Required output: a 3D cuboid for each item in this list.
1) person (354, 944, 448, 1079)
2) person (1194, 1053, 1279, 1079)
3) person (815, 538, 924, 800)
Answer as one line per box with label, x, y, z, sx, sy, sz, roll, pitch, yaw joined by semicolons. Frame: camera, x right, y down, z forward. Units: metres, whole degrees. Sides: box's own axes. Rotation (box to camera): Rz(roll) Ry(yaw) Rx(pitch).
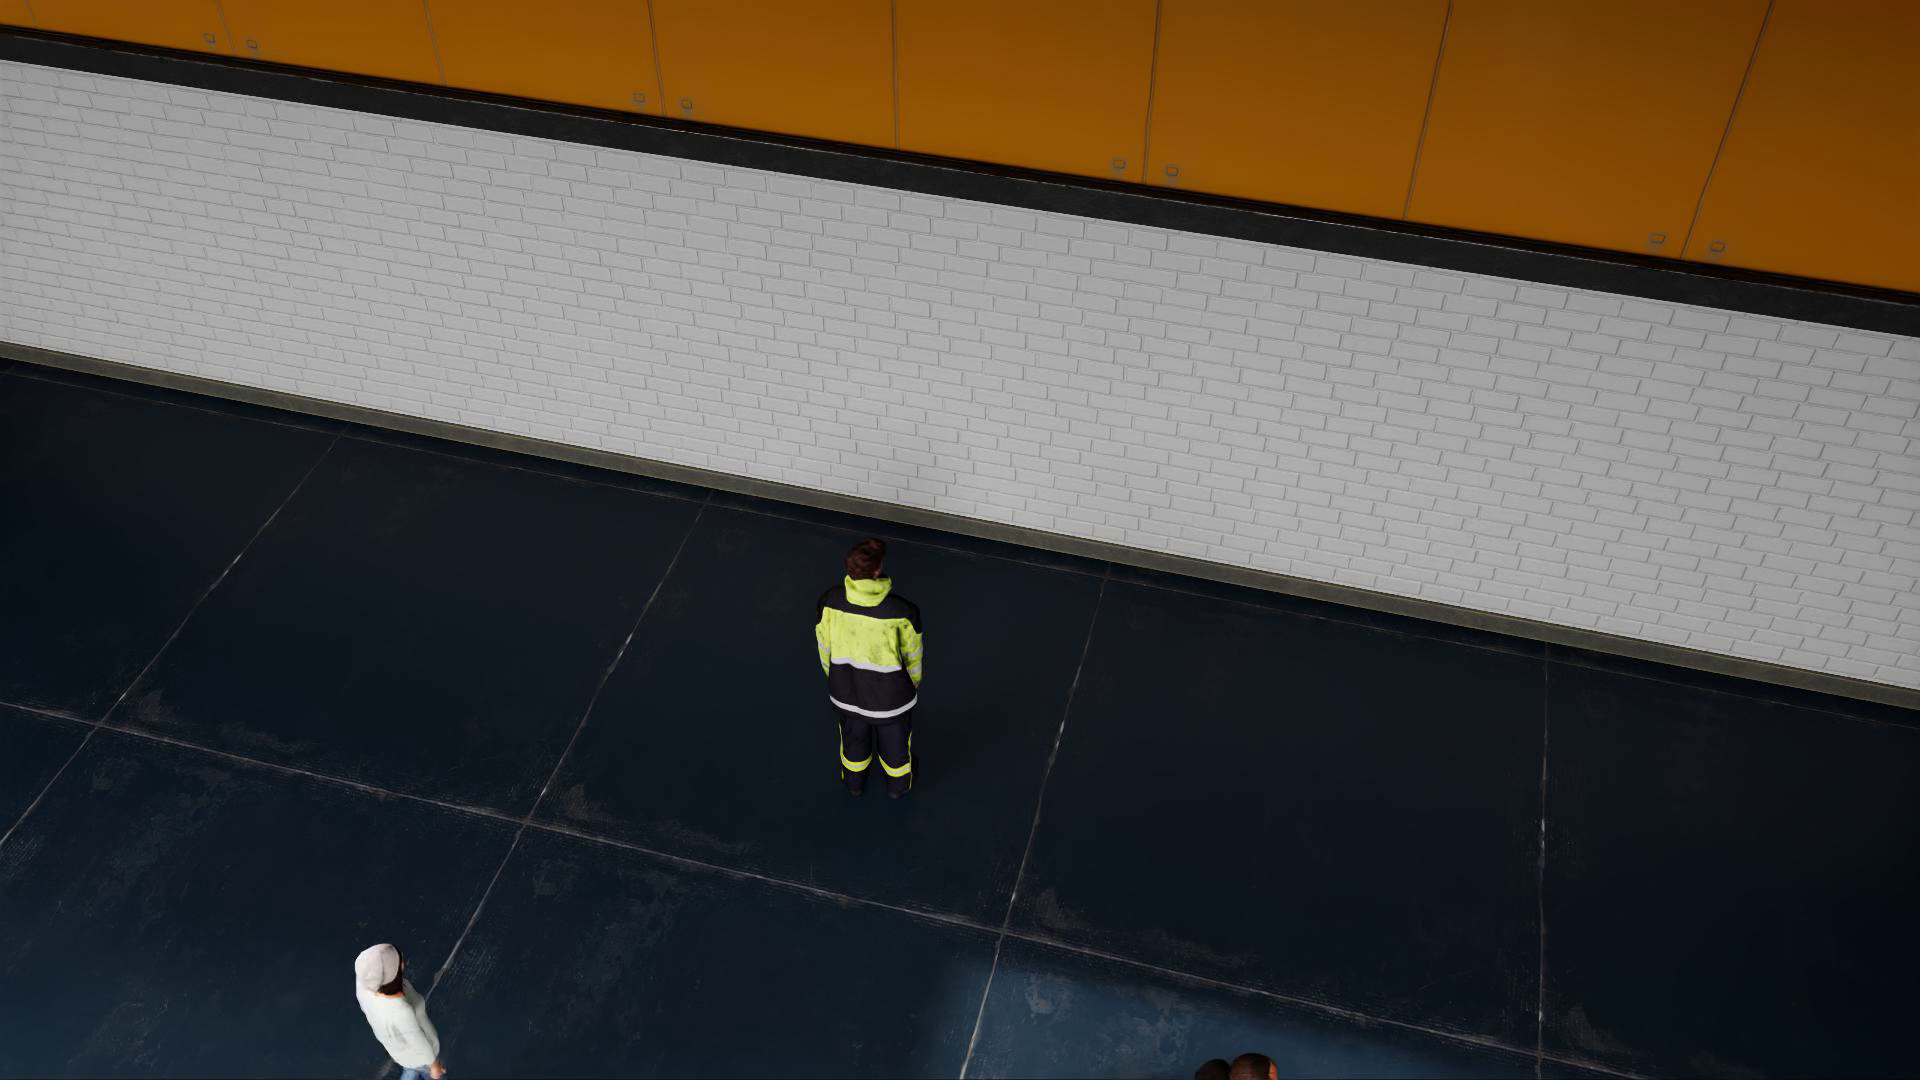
person;-2.749;2.499;8.143;0.777;1.638;0.895;31;52;28
person;1.091;2.899;7.555;1.131;1.869;1.195;-10;44;-10
person;-0.522;0.769;9.712;0.788;1.979;0.662;6;44;6
